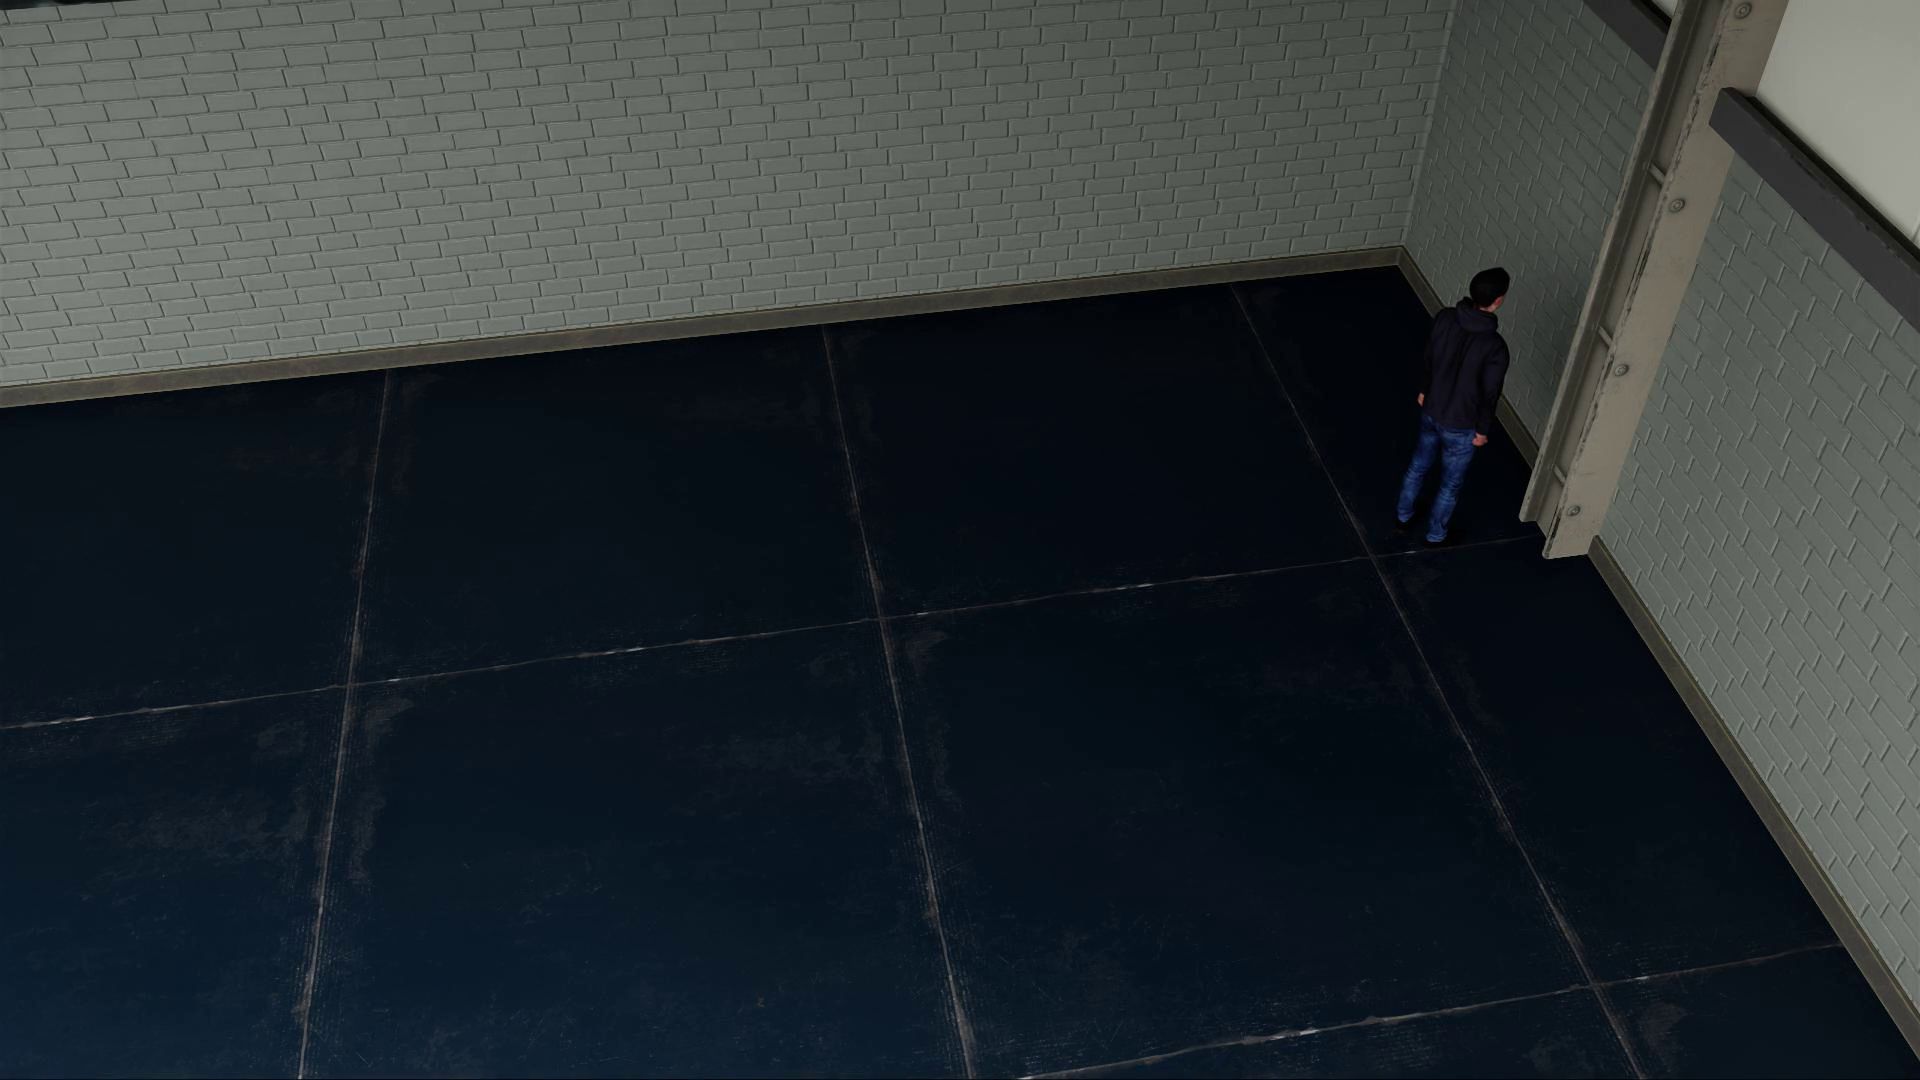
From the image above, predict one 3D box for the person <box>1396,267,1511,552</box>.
[{"bbox_3d":[2.833,-0.740,9.572,0.813,1.892,0.666,-26,49,-25],"label":"person"}]
